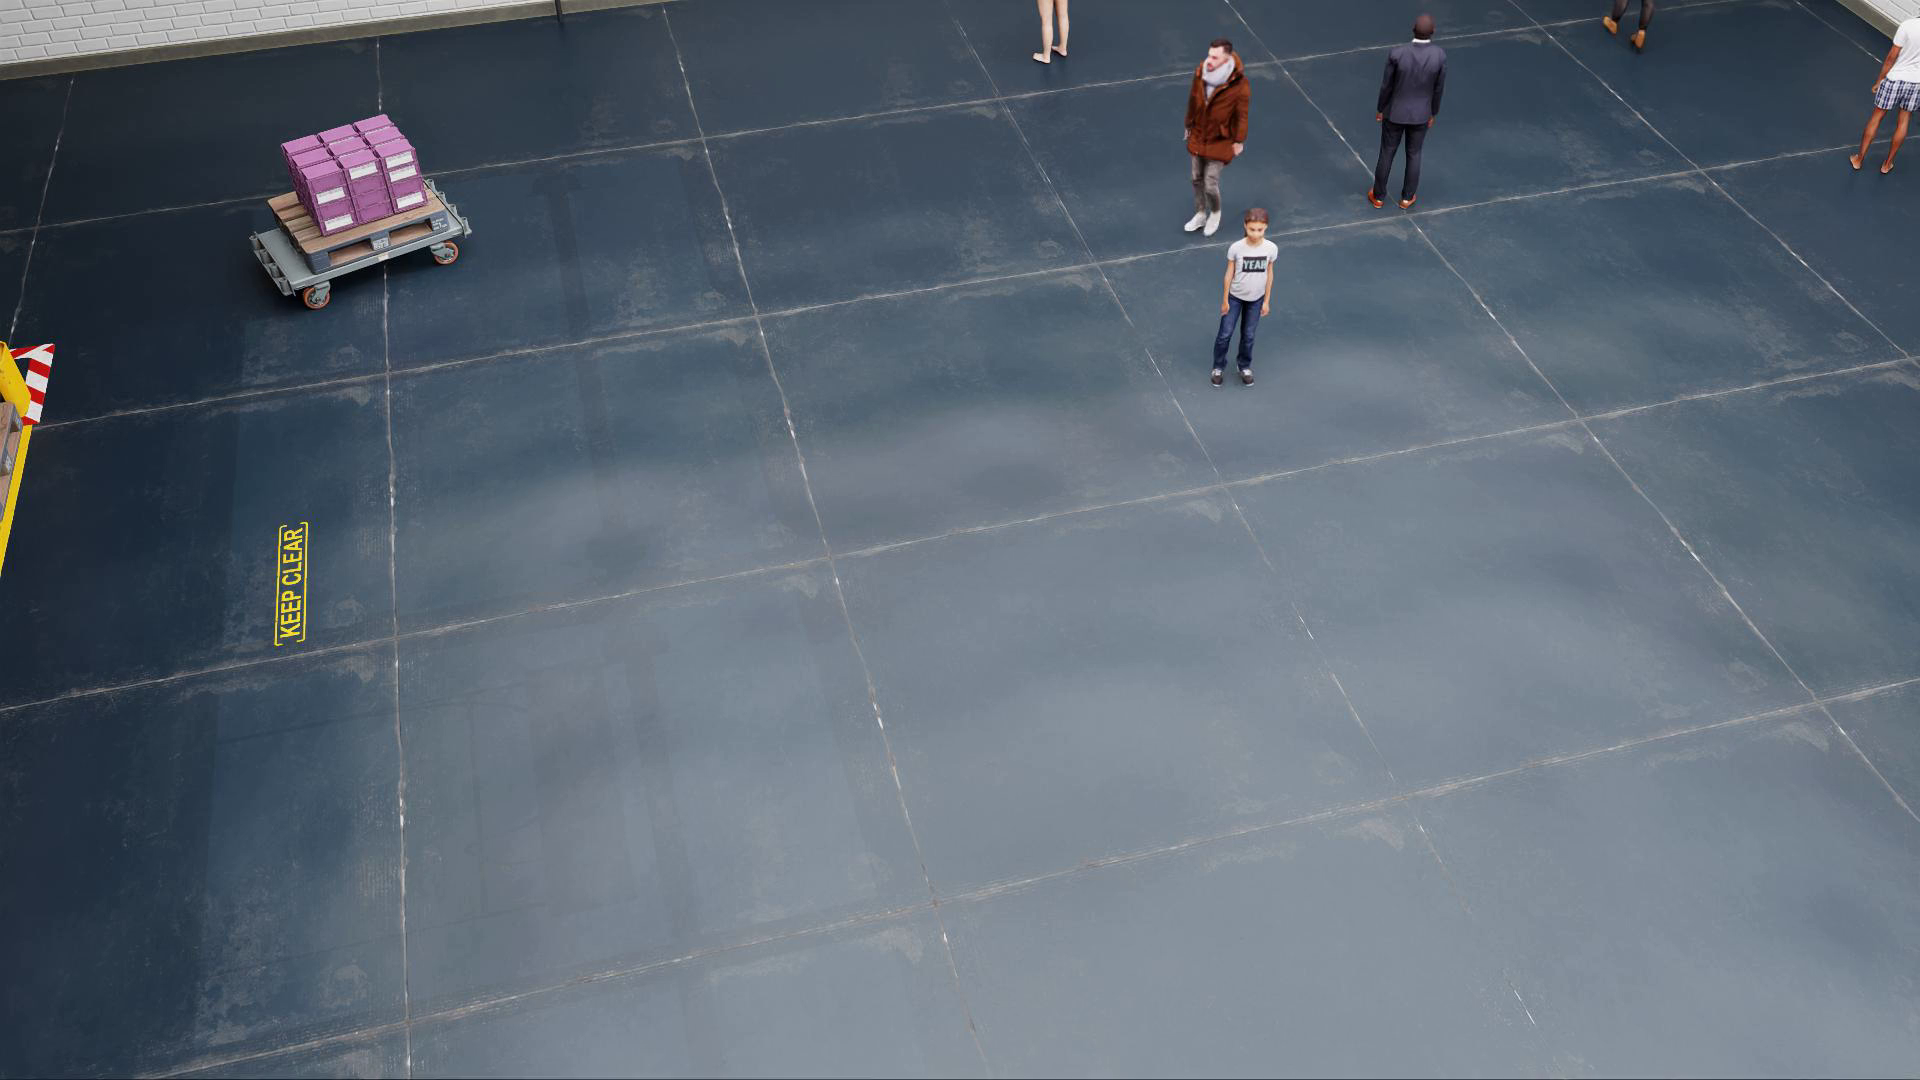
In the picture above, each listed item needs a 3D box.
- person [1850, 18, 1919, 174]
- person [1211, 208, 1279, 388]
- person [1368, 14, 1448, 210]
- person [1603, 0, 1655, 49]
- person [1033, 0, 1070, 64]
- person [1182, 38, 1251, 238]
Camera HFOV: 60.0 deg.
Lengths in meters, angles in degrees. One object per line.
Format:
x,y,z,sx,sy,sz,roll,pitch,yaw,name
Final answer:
8.556,-4.152,15.059,0.710,1.731,0.734,16,46,16,person
2.193,-1.883,12.800,0.589,1.561,0.588,0,44,0,person
3.918,-3.732,14.551,0.786,1.823,0.776,8,44,8,person
7.006,-5.831,16.845,0.766,1.698,0.954,0,44,0,person
0.944,-5.585,16.621,0.668,1.652,0.659,-30,51,-28,person
2.210,-3.464,14.270,0.844,1.823,0.925,31,52,29,person
